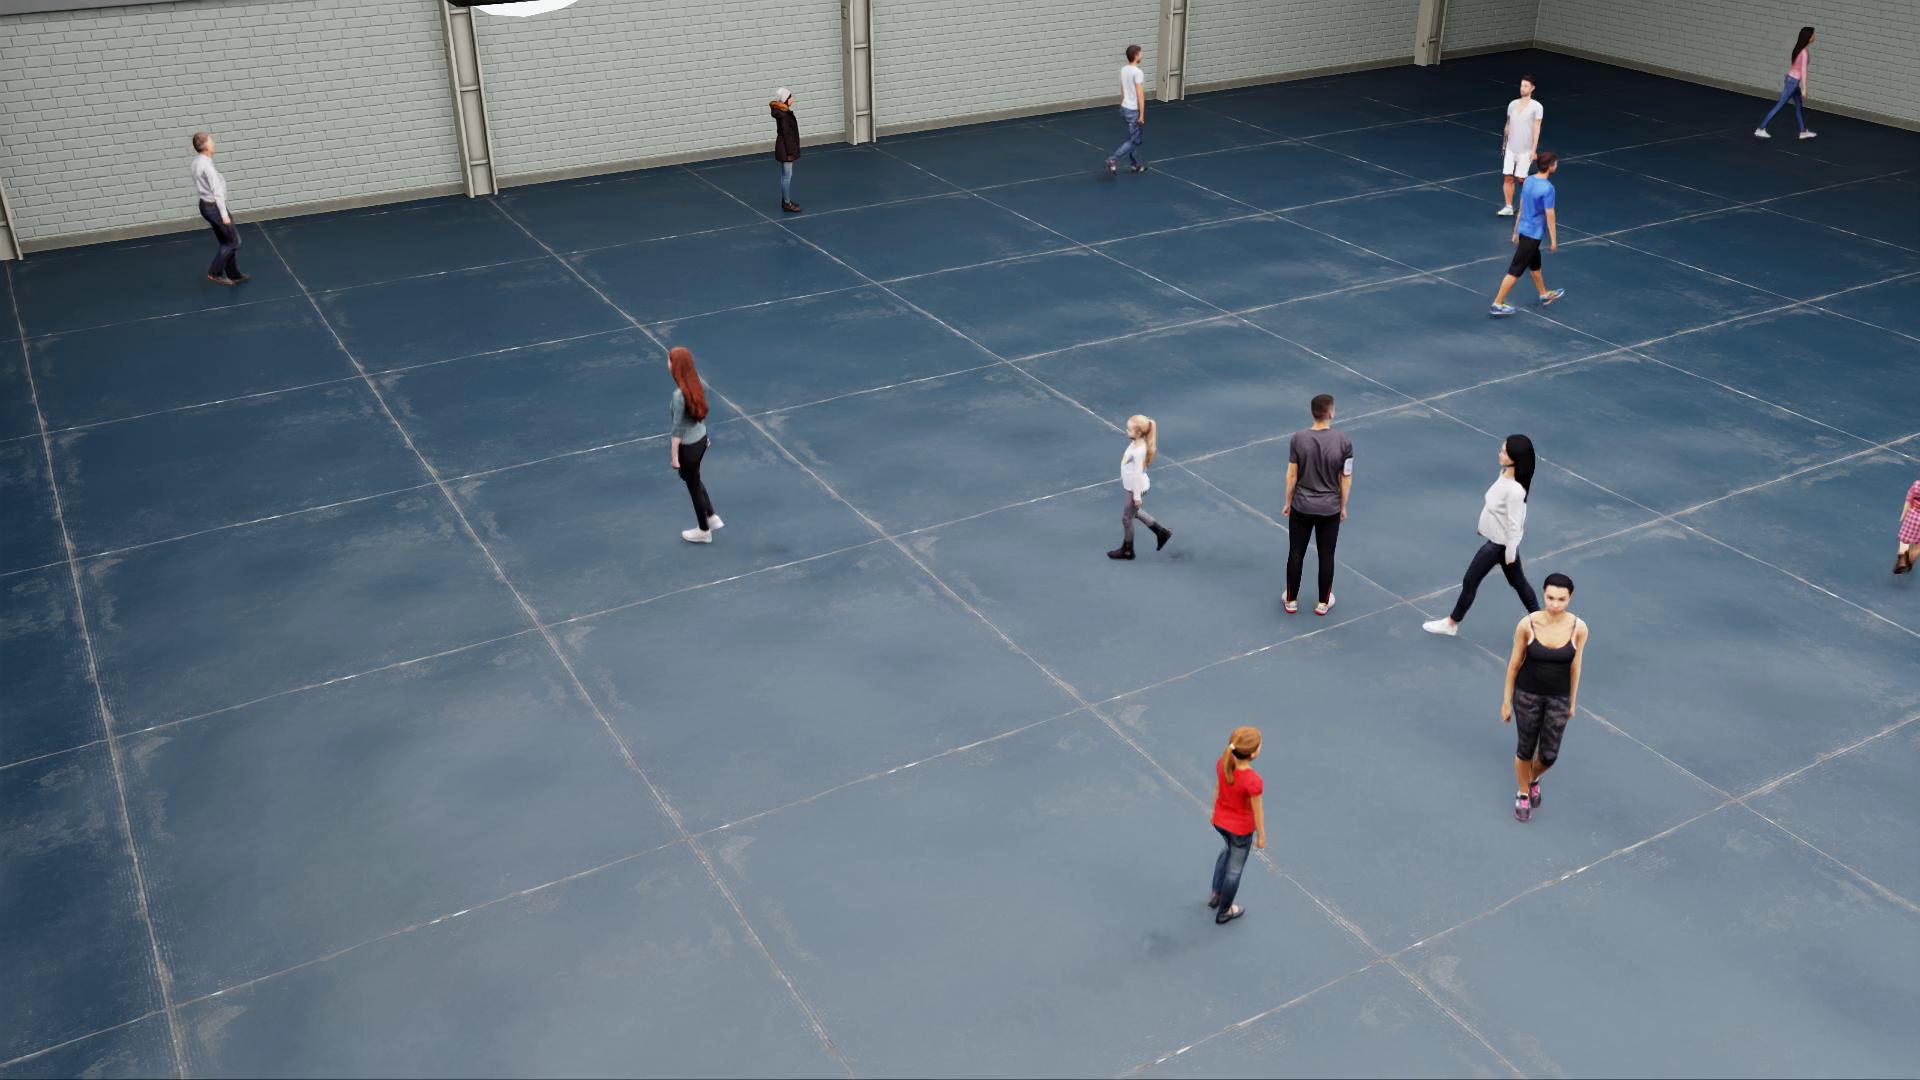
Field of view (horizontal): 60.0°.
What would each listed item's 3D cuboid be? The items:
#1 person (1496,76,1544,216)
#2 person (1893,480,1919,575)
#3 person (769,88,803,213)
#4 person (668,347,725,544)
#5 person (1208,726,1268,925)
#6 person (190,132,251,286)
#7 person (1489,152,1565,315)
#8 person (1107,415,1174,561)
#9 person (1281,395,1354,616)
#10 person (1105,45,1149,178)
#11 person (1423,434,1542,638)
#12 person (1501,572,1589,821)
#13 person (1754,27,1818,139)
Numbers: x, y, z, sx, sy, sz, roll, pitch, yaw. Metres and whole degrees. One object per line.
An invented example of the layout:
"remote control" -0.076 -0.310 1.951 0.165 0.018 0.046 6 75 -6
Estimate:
"person" 7.508 -5.233 22.107 0.899 1.844 0.765 -19 33 -32
"person" 7.607 -0.171 13.182 0.559 1.016 0.668 17 32 30
"person" -2.340 -5.263 22.396 0.722 1.634 0.714 -5 28 -9
"person" -2.103 -0.741 13.505 0.810 1.734 0.748 8 28 15
"person" 1.500 1.630 9.376 0.541 1.297 0.525 -20 33 -33
"person" -8.741 -3.841 19.440 0.867 1.812 0.796 -24 36 -39
"person" 6.255 -3.353 18.488 1.253 1.815 0.820 -8 28 -15
"person" 1.479 -0.419 13.389 0.808 1.267 0.733 5 28 9
"person" 2.675 -0.256 12.531 0.718 1.762 0.777 7 28 14
"person" 2.409 -6.117 23.823 1.042 1.845 0.646 -14 31 -26
"person" 4.038 0.027 12.101 1.184 1.653 1.097 5 28 10
"person" 3.589 0.929 10.277 0.722 1.720 0.781 7 28 13
"person" 12.843 -7.058 25.818 1.140 1.692 1.107 8 28 16
